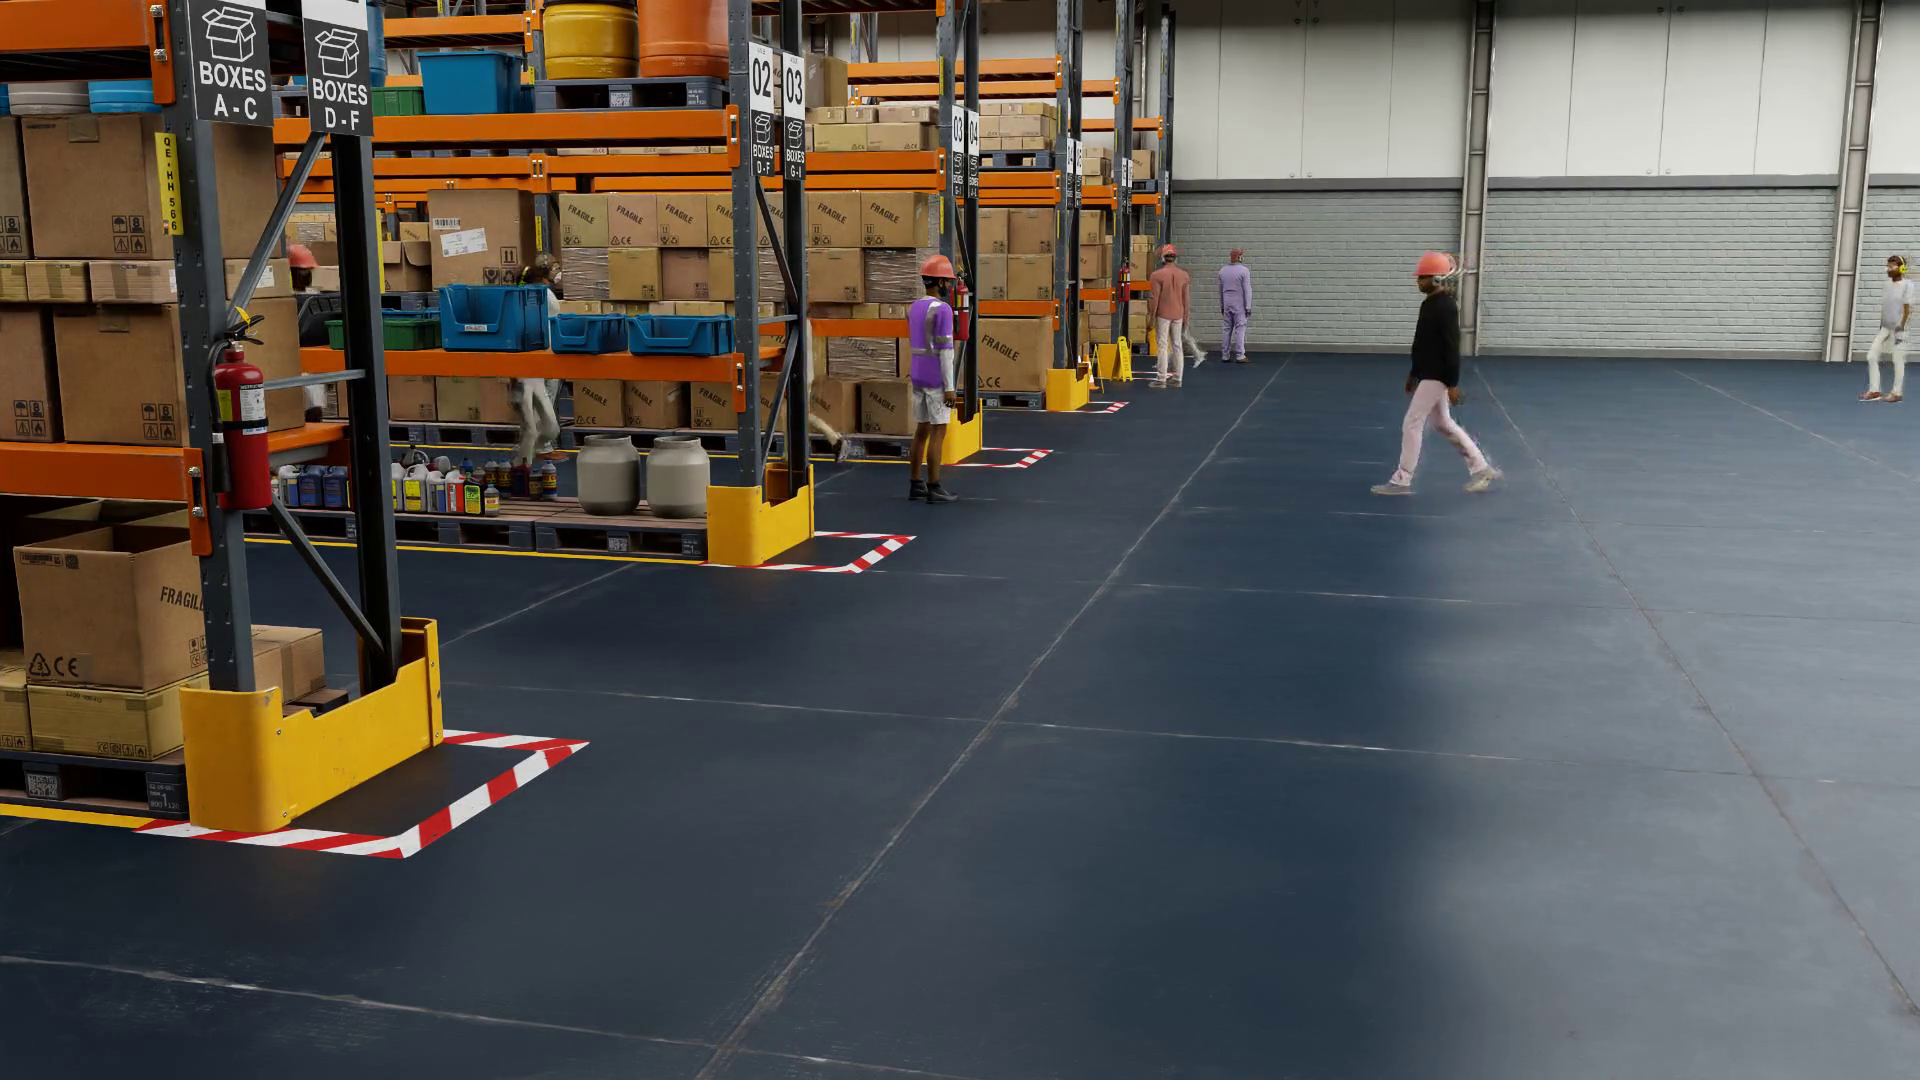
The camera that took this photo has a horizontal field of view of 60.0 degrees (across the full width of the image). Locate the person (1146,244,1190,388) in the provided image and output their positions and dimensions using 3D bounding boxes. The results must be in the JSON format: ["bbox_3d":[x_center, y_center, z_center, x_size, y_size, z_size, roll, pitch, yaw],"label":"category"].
[{"bbox_3d":[2.876,-3.095,23.066,0.654,1.983,0.387,-5,11,-25],"label":"person"}]

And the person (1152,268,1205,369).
[{"bbox_3d":[3.521,-3.523,26.450,0.819,1.606,0.502,1,10,8],"label":"person"}]

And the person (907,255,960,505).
[{"bbox_3d":[-0.192,-1.240,12.935,0.386,1.930,0.541,-6,12,-29],"label":"person"}]

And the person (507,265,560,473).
[{"bbox_3d":[-3.372,-1.212,12.987,0.445,1.850,0.563,4,11,23],"label":"person"}]

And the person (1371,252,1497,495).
[{"bbox_3d":[3.857,-1.318,13.303,0.978,1.958,0.608,1,10,4],"label":"person"}]

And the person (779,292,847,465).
[{"bbox_3d":[-1.374,-1.420,14.771,0.628,1.612,0.502,2,10,11],"label":"person"}]

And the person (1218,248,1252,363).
[{"bbox_3d":[4.599,-3.893,27.671,0.410,1.912,0.641,-10,14,-42],"label":"person"}]

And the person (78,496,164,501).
[{"bbox_3d":[-5.436,-0.683,10.788,0.878,1.580,0.493,2,10,11],"label":"person"}]

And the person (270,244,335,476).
[{"bbox_3d":[-5.477,-1.429,13.741,0.870,2.016,0.617,3,11,16],"label":"person"}]

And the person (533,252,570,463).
[{"bbox_3d":[-3.819,-1.673,15.336,0.368,1.932,0.625,-2,10,-11],"label":"person"}]

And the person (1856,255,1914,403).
[{"bbox_3d":[11.613,-2.630,20.835,0.693,1.845,0.549,-3,11,-14],"label":"person"}]
